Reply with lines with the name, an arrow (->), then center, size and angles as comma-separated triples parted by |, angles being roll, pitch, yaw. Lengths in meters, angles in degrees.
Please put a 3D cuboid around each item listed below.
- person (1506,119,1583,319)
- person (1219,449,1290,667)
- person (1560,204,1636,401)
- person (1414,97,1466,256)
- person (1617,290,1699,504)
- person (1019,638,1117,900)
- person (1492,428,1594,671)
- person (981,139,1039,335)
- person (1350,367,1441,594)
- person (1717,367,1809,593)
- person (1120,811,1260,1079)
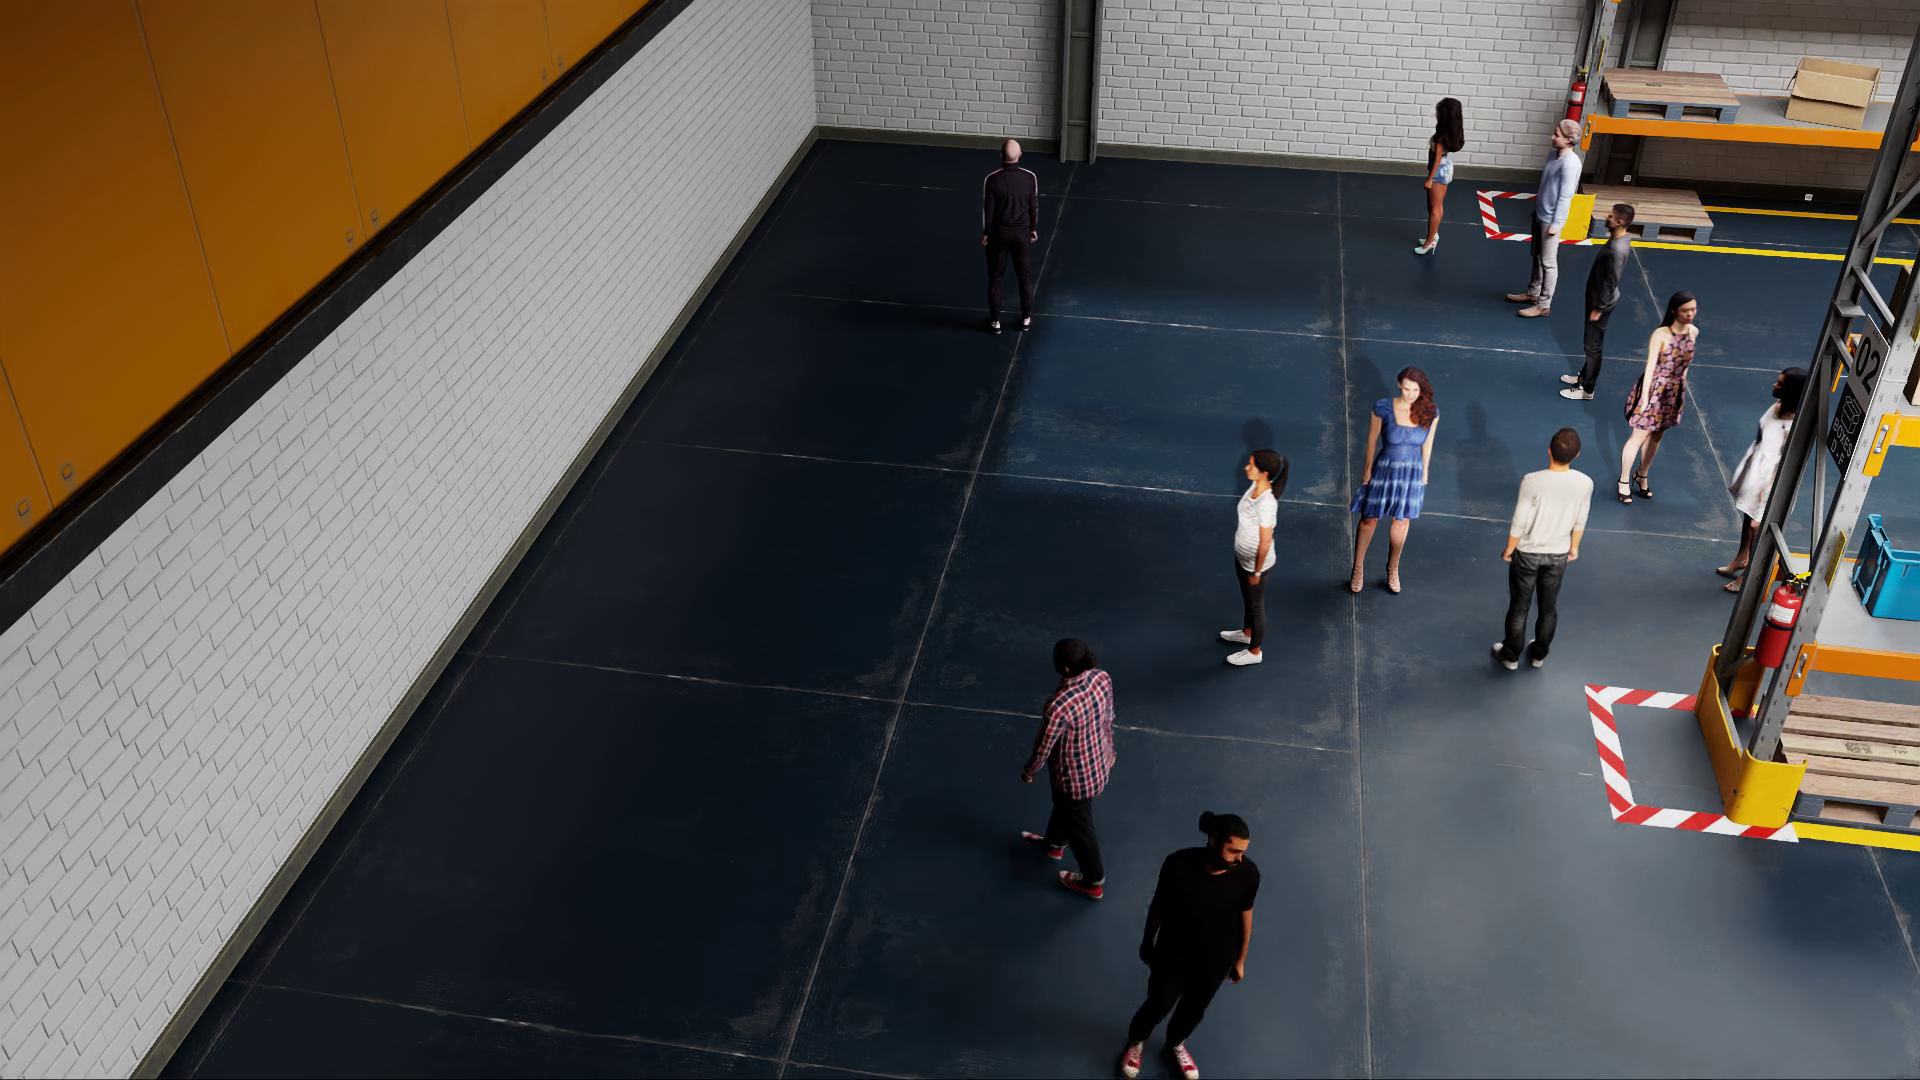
person -> 5.534, -3.025, 15.590 | 0.639, 1.893, 0.709 | -1, 34, -1
person -> 1.977, 0.103, 11.106 | 0.555, 1.646, 0.593 | 1, 34, 1
person -> 5.494, -2.046, 14.236 | 0.606, 1.761, 0.660 | 13, 36, 18
person -> 4.838, -3.681, 16.821 | 0.628, 1.623, 0.615 | 14, 36, 21
person -> 5.380, -1.097, 12.797 | 0.776, 1.774, 0.856 | -13, 36, -18
person -> 0.709, 1.308, 9.209 | 1.009, 1.740, 0.881 | 20, 38, 27
person -> 3.858, 0.072, 11.004 | 0.537, 1.811, 0.738 | 1, 34, 1
person -> 0.455, -2.779, 15.271 | 0.652, 1.836, 0.816 | -6, 34, -9
person -> 3.067, -0.410, 11.734 | 0.562, 1.805, 0.761 | 1, 34, 1
person -> 5.701, -0.423, 11.783 | 0.610, 1.773, 0.630 | 6, 34, 8
person -> 1.121, 2.003, 8.177 | 0.550, 1.726, 0.842 | 6, 34, 9
